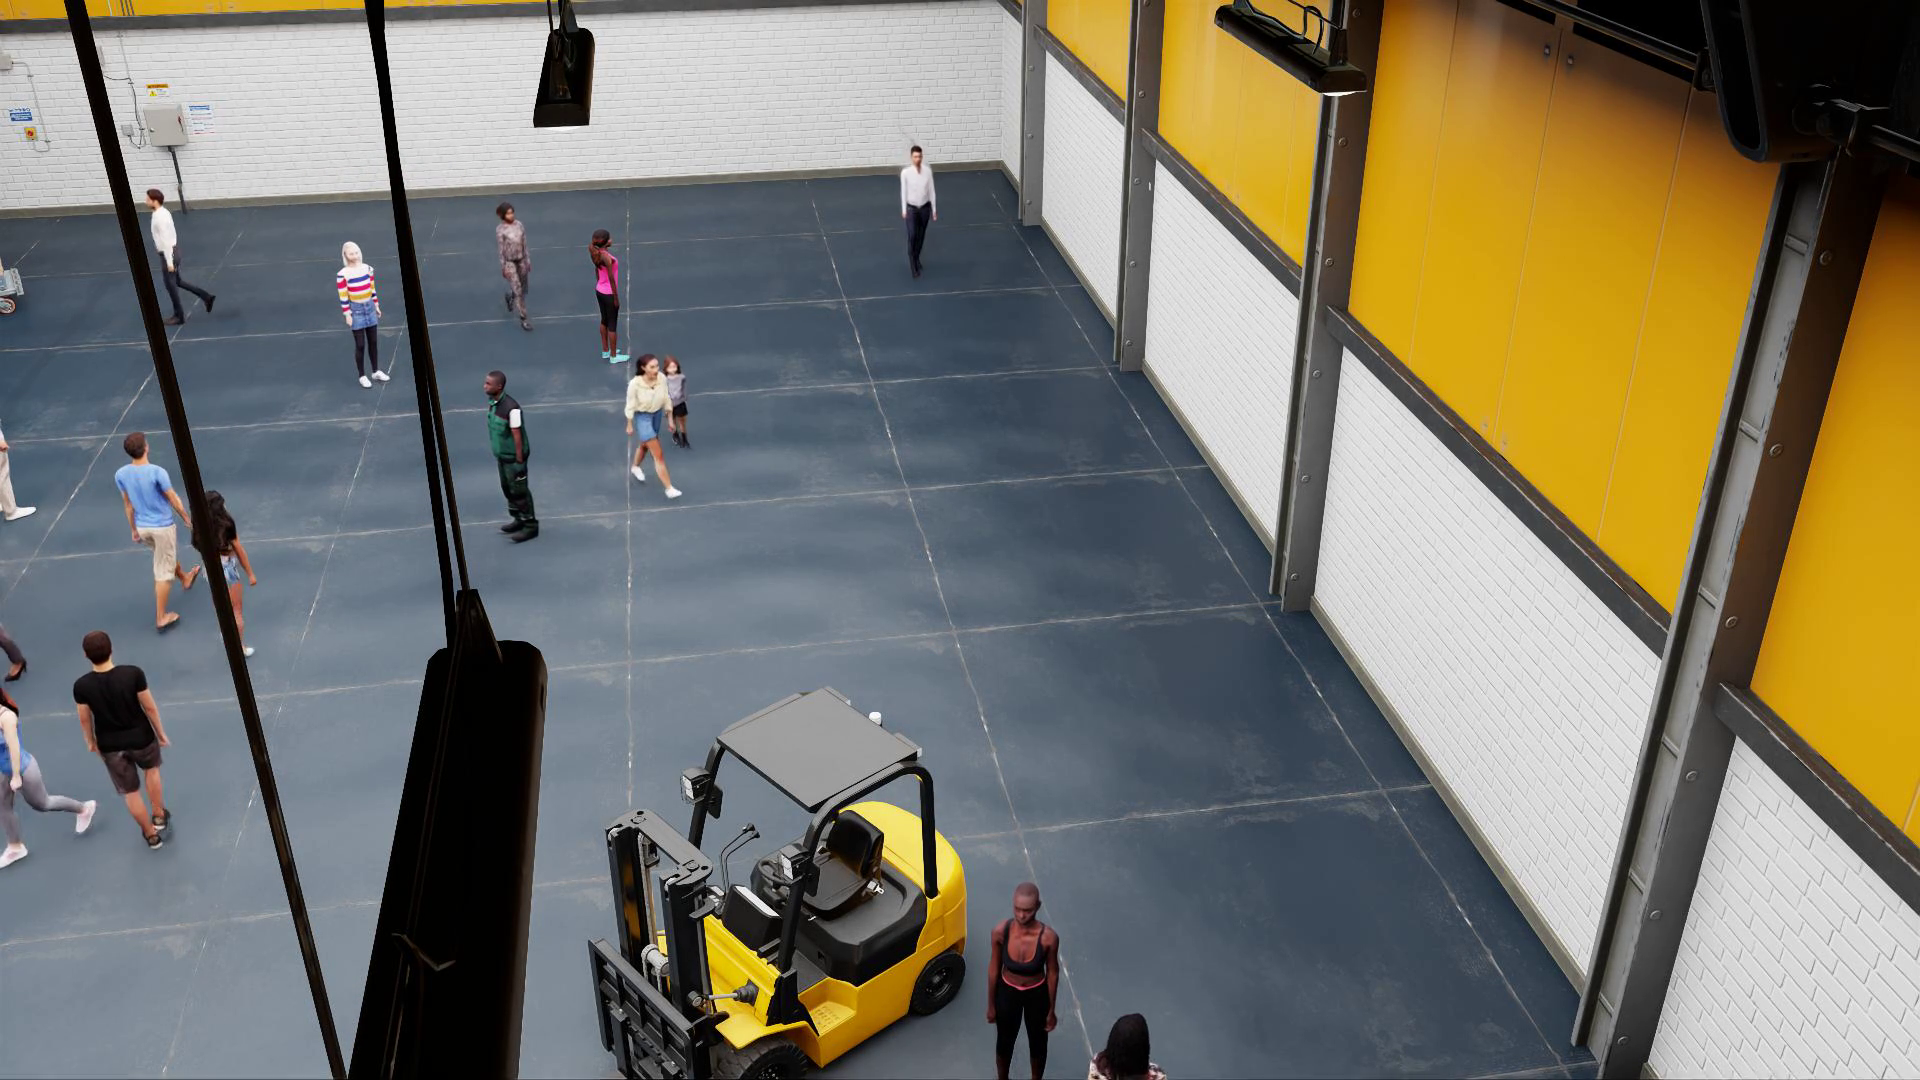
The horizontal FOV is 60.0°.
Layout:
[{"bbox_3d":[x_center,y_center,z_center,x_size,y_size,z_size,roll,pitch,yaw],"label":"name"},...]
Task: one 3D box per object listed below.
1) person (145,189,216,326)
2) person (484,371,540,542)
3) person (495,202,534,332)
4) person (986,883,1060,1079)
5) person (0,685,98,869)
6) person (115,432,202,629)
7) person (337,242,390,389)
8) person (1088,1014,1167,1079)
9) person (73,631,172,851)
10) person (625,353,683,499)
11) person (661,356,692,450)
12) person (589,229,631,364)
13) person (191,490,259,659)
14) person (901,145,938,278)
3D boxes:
[{"bbox_3d":[-10.436,-3.778,22.161,0.797,1.858,0.911,-9,30,-15],"label":"person"},{"bbox_3d":[-4.546,-0.869,16.853,0.835,1.836,0.721,-22,36,-35],"label":"person"},{"bbox_3d":[-5.953,-3.660,22.114,0.892,1.696,1.063,-23,36,-35],"label":"person"},{"bbox_3d":[0.397,2.804,10.199,0.653,1.758,0.633,4,29,7],"label":"person"},{"bbox_3d":[-6.994,1.685,12.436,0.936,1.580,1.061,15,32,26],"label":"person"},{"bbox_3d":[-7.471,-0.059,15.391,0.928,1.814,1.305,5,29,8],"label":"person"},{"bbox_3d":[-7.342,-2.786,20.395,0.756,1.808,0.716,21,35,33],"label":"person"},{"bbox_3d":[0.869,3.380,9.181,0.699,1.722,0.720,5,29,9],"label":"person"},{"bbox_3d":[-6.225,1.540,12.420,0.815,1.852,0.819,-16,32,-26],"label":"person"},{"bbox_3d":[-3.384,-1.262,17.853,1.106,1.567,1.286,-24,37,-37],"label":"person"},{"bbox_3d":[-3.273,-1.601,18.971,0.575,1.091,0.693,-12,31,-22],"label":"person"},{"bbox_3d":[-4.474,-3.108,21.075,0.714,1.723,0.612,-19,34,-30],"label":"person"},{"bbox_3d":[-6.621,0.364,14.845,0.778,1.593,0.787,12,31,21],"label":"person"},{"bbox_3d":[-0.628,-4.818,24.087,0.682,1.841,1.031,-8,30,-14],"label":"person"}]
